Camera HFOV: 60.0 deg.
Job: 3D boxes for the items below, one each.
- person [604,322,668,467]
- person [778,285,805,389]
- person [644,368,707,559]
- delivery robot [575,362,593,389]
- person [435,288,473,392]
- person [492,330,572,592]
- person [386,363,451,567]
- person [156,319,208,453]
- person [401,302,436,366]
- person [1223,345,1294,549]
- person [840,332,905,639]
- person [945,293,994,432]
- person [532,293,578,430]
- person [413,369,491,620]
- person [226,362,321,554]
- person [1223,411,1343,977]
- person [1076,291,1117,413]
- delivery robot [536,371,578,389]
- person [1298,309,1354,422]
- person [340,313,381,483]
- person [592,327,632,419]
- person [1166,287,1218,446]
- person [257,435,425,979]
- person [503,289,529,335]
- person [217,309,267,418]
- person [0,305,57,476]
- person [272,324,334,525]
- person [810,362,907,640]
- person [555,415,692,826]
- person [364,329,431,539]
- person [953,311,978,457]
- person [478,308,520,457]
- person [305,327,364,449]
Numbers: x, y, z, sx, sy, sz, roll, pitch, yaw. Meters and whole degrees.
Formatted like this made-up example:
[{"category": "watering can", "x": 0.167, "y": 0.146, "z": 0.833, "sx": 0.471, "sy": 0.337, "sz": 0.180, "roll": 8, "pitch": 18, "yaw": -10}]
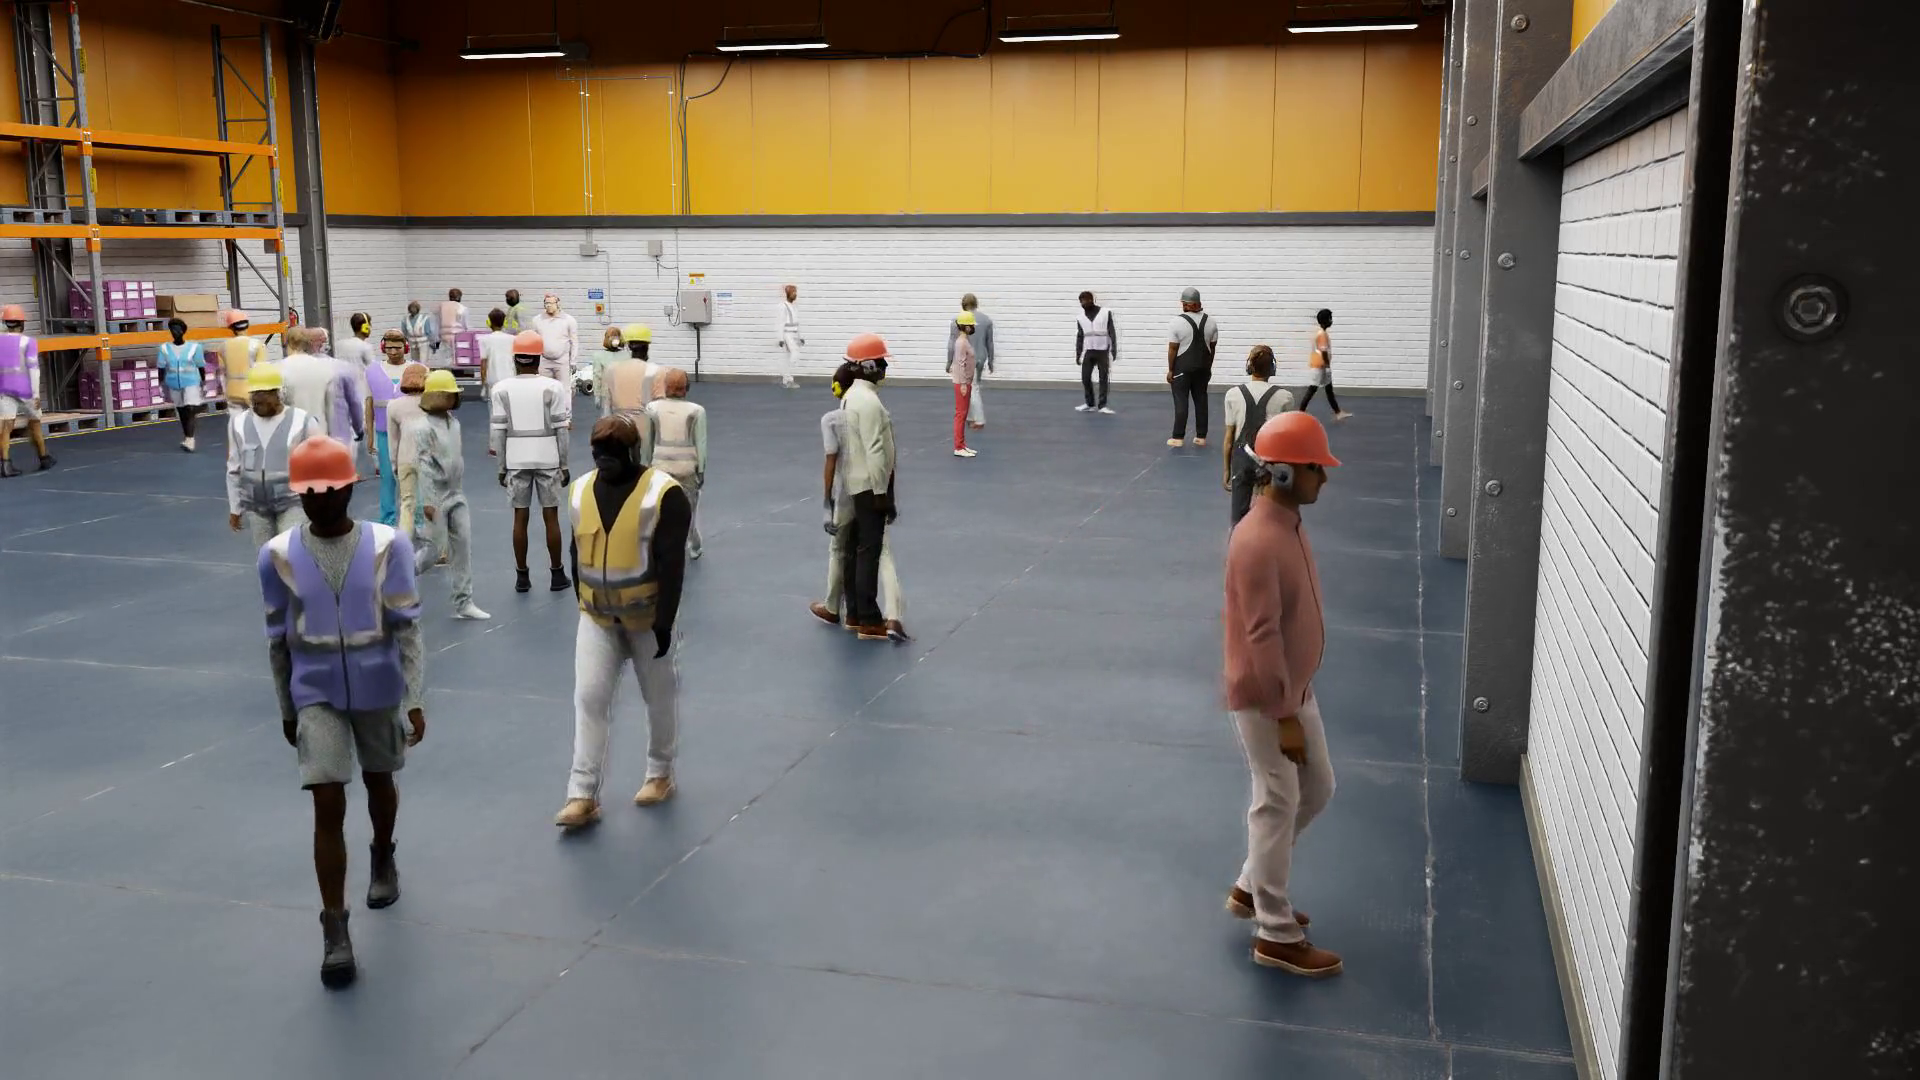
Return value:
[{"category": "person", "x": -2.755, "y": -0.901, "z": 14.219, "sx": 0.606, "sy": 1.907, "sz": 0.504, "roll": 3, "pitch": 11, "yaw": 19}, {"category": "person", "x": -2.980, "y": -3.640, "z": 29.869, "sx": 0.573, "sy": 1.868, "sz": 0.580, "roll": 3, "pitch": 10, "yaw": 17}, {"category": "person", "x": -2.259, "y": -0.567, "z": 13.237, "sx": 0.516, "sy": 1.589, "sz": 0.898, "roll": 0, "pitch": 10, "yaw": 0}, {"category": "delivery robot", "x": -6.367, "y": -2.842, "z": 28.782, "sx": 0.477, "sy": 0.478, "sz": 0.707, "roll": 9, "pitch": 13, "yaw": 42}, {"category": "person", "x": -8.875, "y": -3.517, "z": 29.287, "sx": 0.660, "sy": 1.821, "sz": 0.521, "roll": 2, "pitch": 10, "yaw": 9}, {"category": "person", "x": -3.156, "y": -0.576, "z": 12.300, "sx": 0.542, "sy": 1.939, "sz": 0.362, "roll": -1, "pitch": 10, "yaw": -5}, {"category": "person", "x": -4.324, "y": -0.595, "z": 13.308, "sx": 0.507, "sy": 1.628, "sz": 0.284, "roll": 1, "pitch": 10, "yaw": 8}, {"category": "person", "x": -9.630, "y": -1.895, "z": 20.546, "sx": 0.550, "sy": 1.649, "sz": 0.874, "roll": -2, "pitch": 10, "yaw": -9}, {"category": "person", "x": -9.512, "y": -3.370, "z": 29.134, "sx": 0.581, "sy": 1.587, "sz": 0.902, "roll": 1, "pitch": 10, "yaw": 6}, {"category": "person", "x": 2.183, "y": -0.506, "z": 12.200, "sx": 0.509, "sy": 1.841, "sz": 0.337, "roll": 3, "pitch": 10, "yaw": 17}, {"category": "person", "x": -0.597, "y": -0.352, "z": 10.866, "sx": 0.376, "sy": 1.997, "sz": 0.612, "roll": -3, "pitch": 11, "yaw": -19}, {"category": "person", "x": 0.103, "y": -2.482, "z": 23.192, "sx": 0.650, "sy": 1.894, "sz": 0.941, "roll": -6, "pitch": 12, "yaw": -32}, {"category": "person", "x": -5.647, "y": -2.478, "z": 23.160, "sx": 0.642, "sy": 1.909, "sz": 0.399, "roll": 0, "pitch": 10, "yaw": 2}, {"category": "person", "x": -3.574, "y": -0.306, "z": 11.354, "sx": 0.640, "sy": 1.725, "sz": 0.494, "roll": 3, "pitch": 11, "yaw": 19}, {"category": "person", "x": -4.421, "y": -0.240, "z": 10.752, "sx": 0.607, "sy": 1.813, "sz": 0.428, "roll": 0, "pitch": 10, "yaw": 0}, {"category": "person", "x": 1.145, "y": 0.539, "z": 5.841, "sx": 0.464, "sy": 1.988, "sz": 0.641, "roll": 5, "pitch": 11, "yaw": 25}, {"category": "person", "x": 2.115, "y": -2.885, "z": 25.589, "sx": 0.683, "sy": 1.875, "sz": 0.372, "roll": 5, "pitch": 11, "yaw": 27}, {"category": "delivery robot", "x": -6.853, "y": -2.738, "z": 28.192, "sx": 0.707, "sy": 0.478, "sz": 0.477, "roll": 0, "pitch": 10, "yaw": 1}, {"category": "person", "x": 5.275, "y": -2.504, "z": 24.026, "sx": 0.847, "sy": 1.644, "sz": 0.540, "roll": 2, "pitch": 10, "yaw": 13}, {"category": "person", "x": -6.424, "y": -1.550, "z": 18.125, "sx": 0.497, "sy": 1.826, "sz": 0.872, "roll": 9, "pitch": 14, "yaw": 42}, {"category": "person", "x": -3.978, "y": -1.639, "z": 19.175, "sx": 0.500, "sy": 1.636, "sz": 0.284, "roll": -6, "pitch": 11, "yaw": -29}, {"category": "person", "x": 2.923, "y": -2.223, "z": 21.340, "sx": 0.684, "sy": 2.000, "sz": 0.538, "roll": -4, "pitch": 11, "yaw": -21}, {"category": "person", "x": -2.251, "y": 0.546, "z": 6.102, "sx": 0.544, "sy": 1.895, "sz": 0.993, "roll": -3, "pitch": 11, "yaw": -19}, {"category": "person", "x": -7.756, "y": -3.541, "z": 29.474, "sx": 0.823, "sy": 1.814, "sz": 0.630, "roll": -4, "pitch": 11, "yaw": -22}, {"category": "person", "x": -7.630, "y": -1.543, "z": 17.950, "sx": 0.590, "sy": 1.877, "sz": 0.946, "roll": 1, "pitch": 10, "yaw": 4}, {"category": "person", "x": -10.563, "y": -1.677, "z": 18.662, "sx": 0.564, "sy": 1.888, "sz": 0.978, "roll": 0, "pitch": 10, "yaw": -1}, {"category": "person", "x": -5.569, "y": -0.868, "z": 14.063, "sx": 0.672, "sy": 1.907, "sz": 0.661, "roll": 6, "pitch": 11, "yaw": 29}, {"category": "person", "x": -0.662, "y": -0.265, "z": 10.924, "sx": 0.601, "sy": 1.818, "sz": 0.990, "roll": -5, "pitch": 11, "yaw": -28}, {"category": "person", "x": -1.517, "y": 0.362, "z": 7.348, "sx": 0.627, "sy": 1.805, "sz": 0.860, "roll": 3, "pitch": 10, "yaw": 15}, {"category": "person", "x": -4.884, "y": -0.916, "z": 14.509, "sx": 0.564, "sy": 1.839, "sz": 0.390, "roll": -2, "pitch": 10, "yaw": -13}, {"category": "person", "x": 0.070, "y": -1.900, "z": 20.287, "sx": 0.311, "sy": 1.768, "sz": 0.533, "roll": 1, "pitch": 10, "yaw": 6}, {"category": "person", "x": -5.483, "y": -1.855, "z": 19.901, "sx": 0.541, "sy": 1.827, "sz": 0.977, "roll": -5, "pitch": 11, "yaw": -28}, {"category": "person", "x": -5.665, "y": -0.973, "z": 14.841, "sx": 0.640, "sy": 1.842, "sz": 1.057, "roll": -1, "pitch": 10, "yaw": -3}]
